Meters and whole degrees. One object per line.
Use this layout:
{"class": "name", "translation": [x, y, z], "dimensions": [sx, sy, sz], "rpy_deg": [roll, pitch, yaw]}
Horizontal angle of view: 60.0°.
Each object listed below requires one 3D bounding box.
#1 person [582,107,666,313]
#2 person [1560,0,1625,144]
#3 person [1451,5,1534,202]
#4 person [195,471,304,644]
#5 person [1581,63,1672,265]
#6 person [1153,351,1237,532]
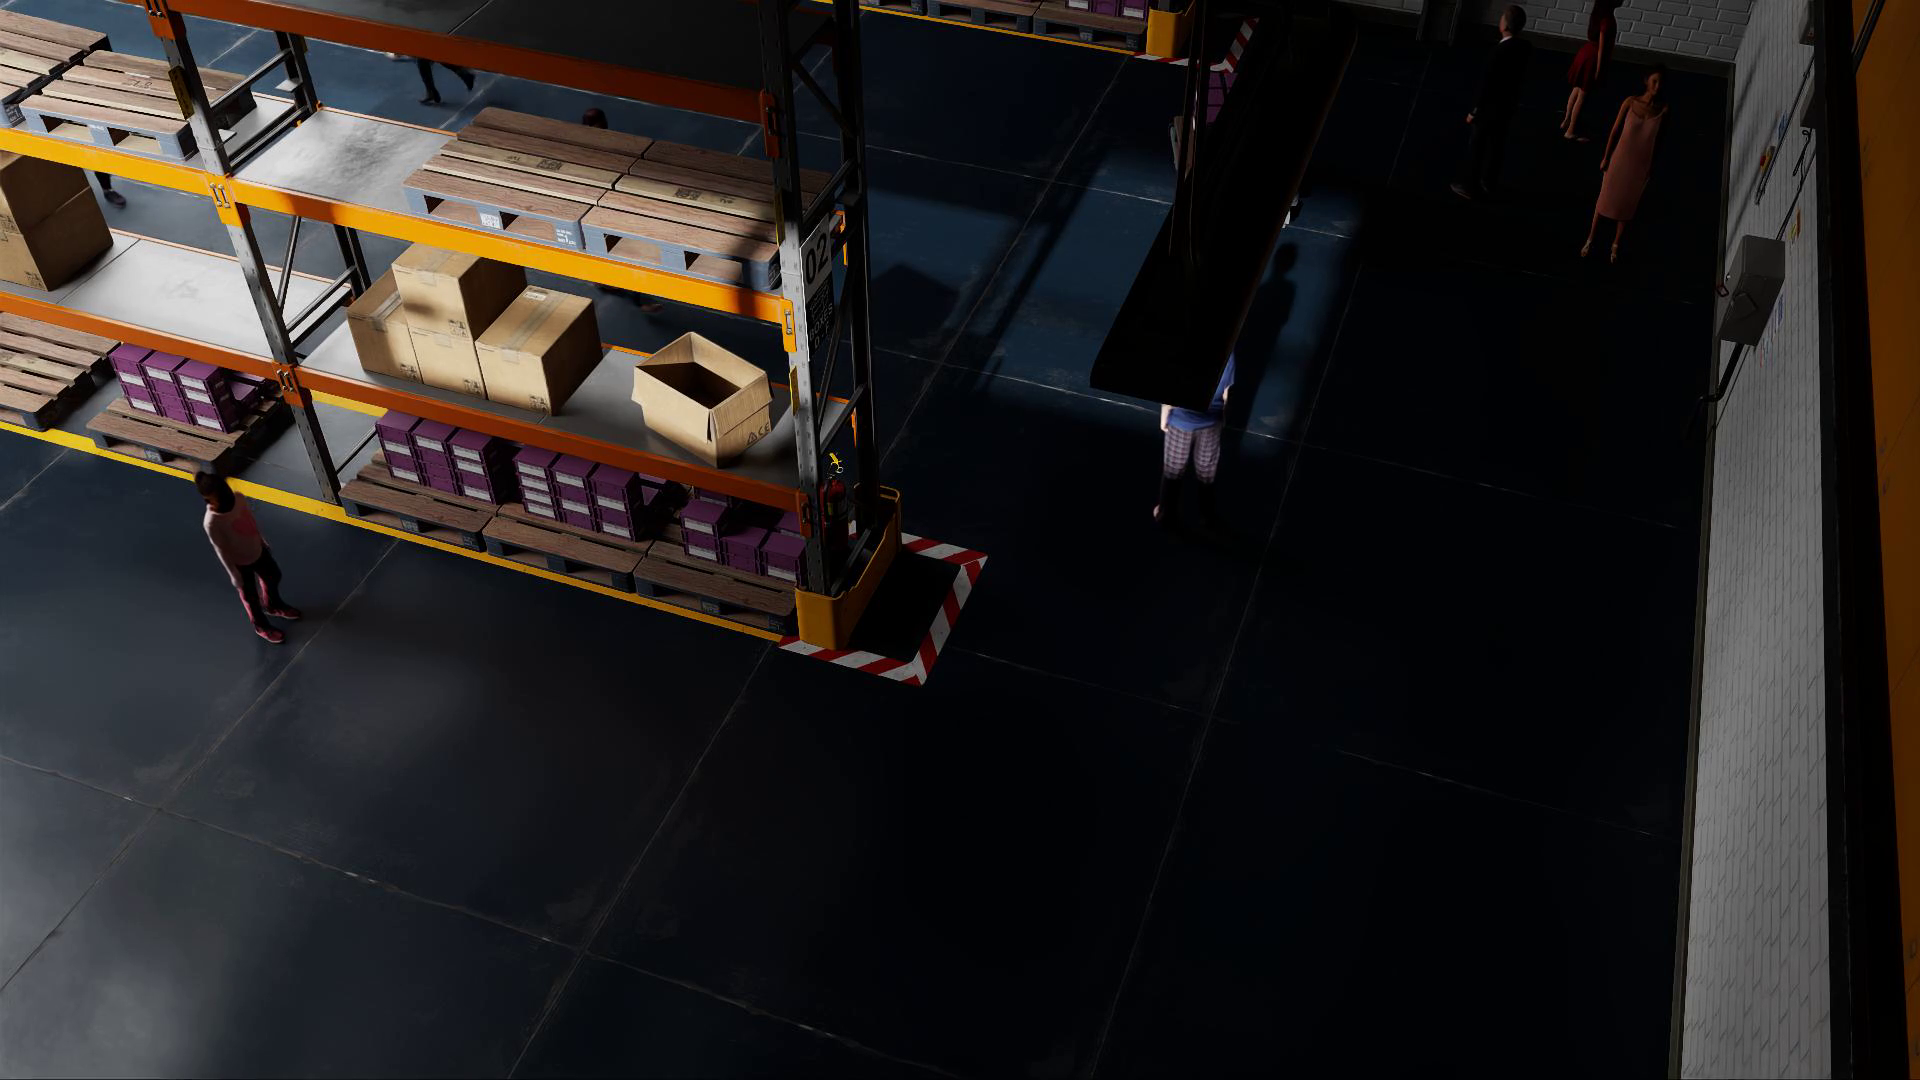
{"class": "person", "translation": [-3.015, -2.789, 13.801], "dimensions": [1.110, 1.809, 0.750], "rpy_deg": [18, 46, 18]}
{"class": "person", "translation": [6.036, -4.579, 15.865], "dimensions": [0.671, 1.553, 0.613], "rpy_deg": [3, 44, 4]}
{"class": "person", "translation": [4.835, -3.939, 15.006], "dimensions": [0.768, 1.812, 0.817], "rpy_deg": [-20, 47, -19]}
{"class": "person", "translation": [-4.785, 0.080, 11.052], "dimensions": [0.504, 1.447, 0.572], "rpy_deg": [12, 45, 12]}
{"class": "person", "translation": [5.736, -3.219, 14.238], "dimensions": [0.444, 1.829, 0.653], "rpy_deg": [16, 46, 16]}
{"class": "person", "translation": [1.660, -0.840, 11.713], "dimensions": [0.650, 1.867, 0.797], "rpy_deg": [-3, 44, -3]}
